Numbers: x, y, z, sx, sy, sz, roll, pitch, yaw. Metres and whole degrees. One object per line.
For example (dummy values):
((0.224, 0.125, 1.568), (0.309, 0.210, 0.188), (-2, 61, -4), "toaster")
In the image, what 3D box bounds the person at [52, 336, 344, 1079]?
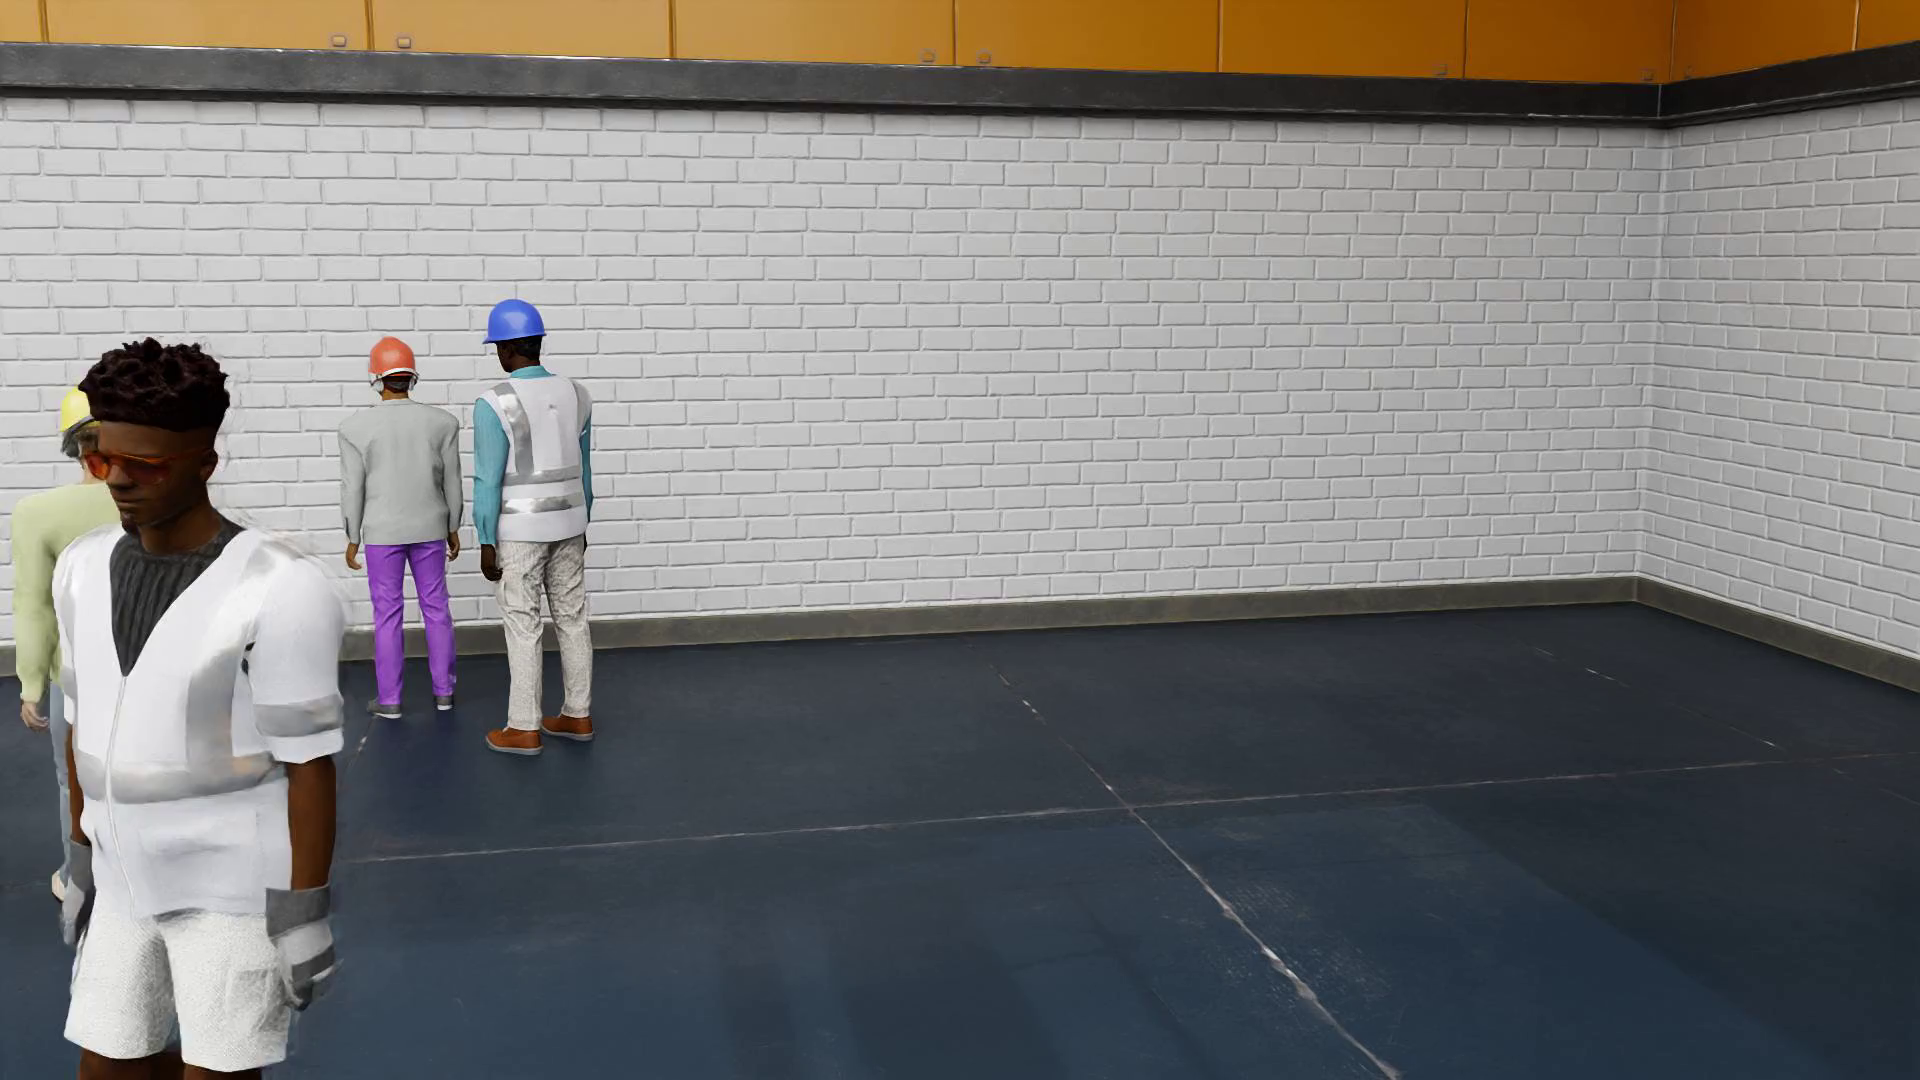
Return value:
((-1.382, 0.598, 3.077), (0.634, 1.951, 0.610), (4, 10, 21), "person")

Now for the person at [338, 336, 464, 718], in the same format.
((-2.574, -0.058, 7.688), (0.563, 1.756, 0.318), (-7, 11, -35), "person")

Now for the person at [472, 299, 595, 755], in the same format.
((-1.826, -0.052, 7.117), (0.416, 1.939, 0.604), (7, 11, 35), "person")
